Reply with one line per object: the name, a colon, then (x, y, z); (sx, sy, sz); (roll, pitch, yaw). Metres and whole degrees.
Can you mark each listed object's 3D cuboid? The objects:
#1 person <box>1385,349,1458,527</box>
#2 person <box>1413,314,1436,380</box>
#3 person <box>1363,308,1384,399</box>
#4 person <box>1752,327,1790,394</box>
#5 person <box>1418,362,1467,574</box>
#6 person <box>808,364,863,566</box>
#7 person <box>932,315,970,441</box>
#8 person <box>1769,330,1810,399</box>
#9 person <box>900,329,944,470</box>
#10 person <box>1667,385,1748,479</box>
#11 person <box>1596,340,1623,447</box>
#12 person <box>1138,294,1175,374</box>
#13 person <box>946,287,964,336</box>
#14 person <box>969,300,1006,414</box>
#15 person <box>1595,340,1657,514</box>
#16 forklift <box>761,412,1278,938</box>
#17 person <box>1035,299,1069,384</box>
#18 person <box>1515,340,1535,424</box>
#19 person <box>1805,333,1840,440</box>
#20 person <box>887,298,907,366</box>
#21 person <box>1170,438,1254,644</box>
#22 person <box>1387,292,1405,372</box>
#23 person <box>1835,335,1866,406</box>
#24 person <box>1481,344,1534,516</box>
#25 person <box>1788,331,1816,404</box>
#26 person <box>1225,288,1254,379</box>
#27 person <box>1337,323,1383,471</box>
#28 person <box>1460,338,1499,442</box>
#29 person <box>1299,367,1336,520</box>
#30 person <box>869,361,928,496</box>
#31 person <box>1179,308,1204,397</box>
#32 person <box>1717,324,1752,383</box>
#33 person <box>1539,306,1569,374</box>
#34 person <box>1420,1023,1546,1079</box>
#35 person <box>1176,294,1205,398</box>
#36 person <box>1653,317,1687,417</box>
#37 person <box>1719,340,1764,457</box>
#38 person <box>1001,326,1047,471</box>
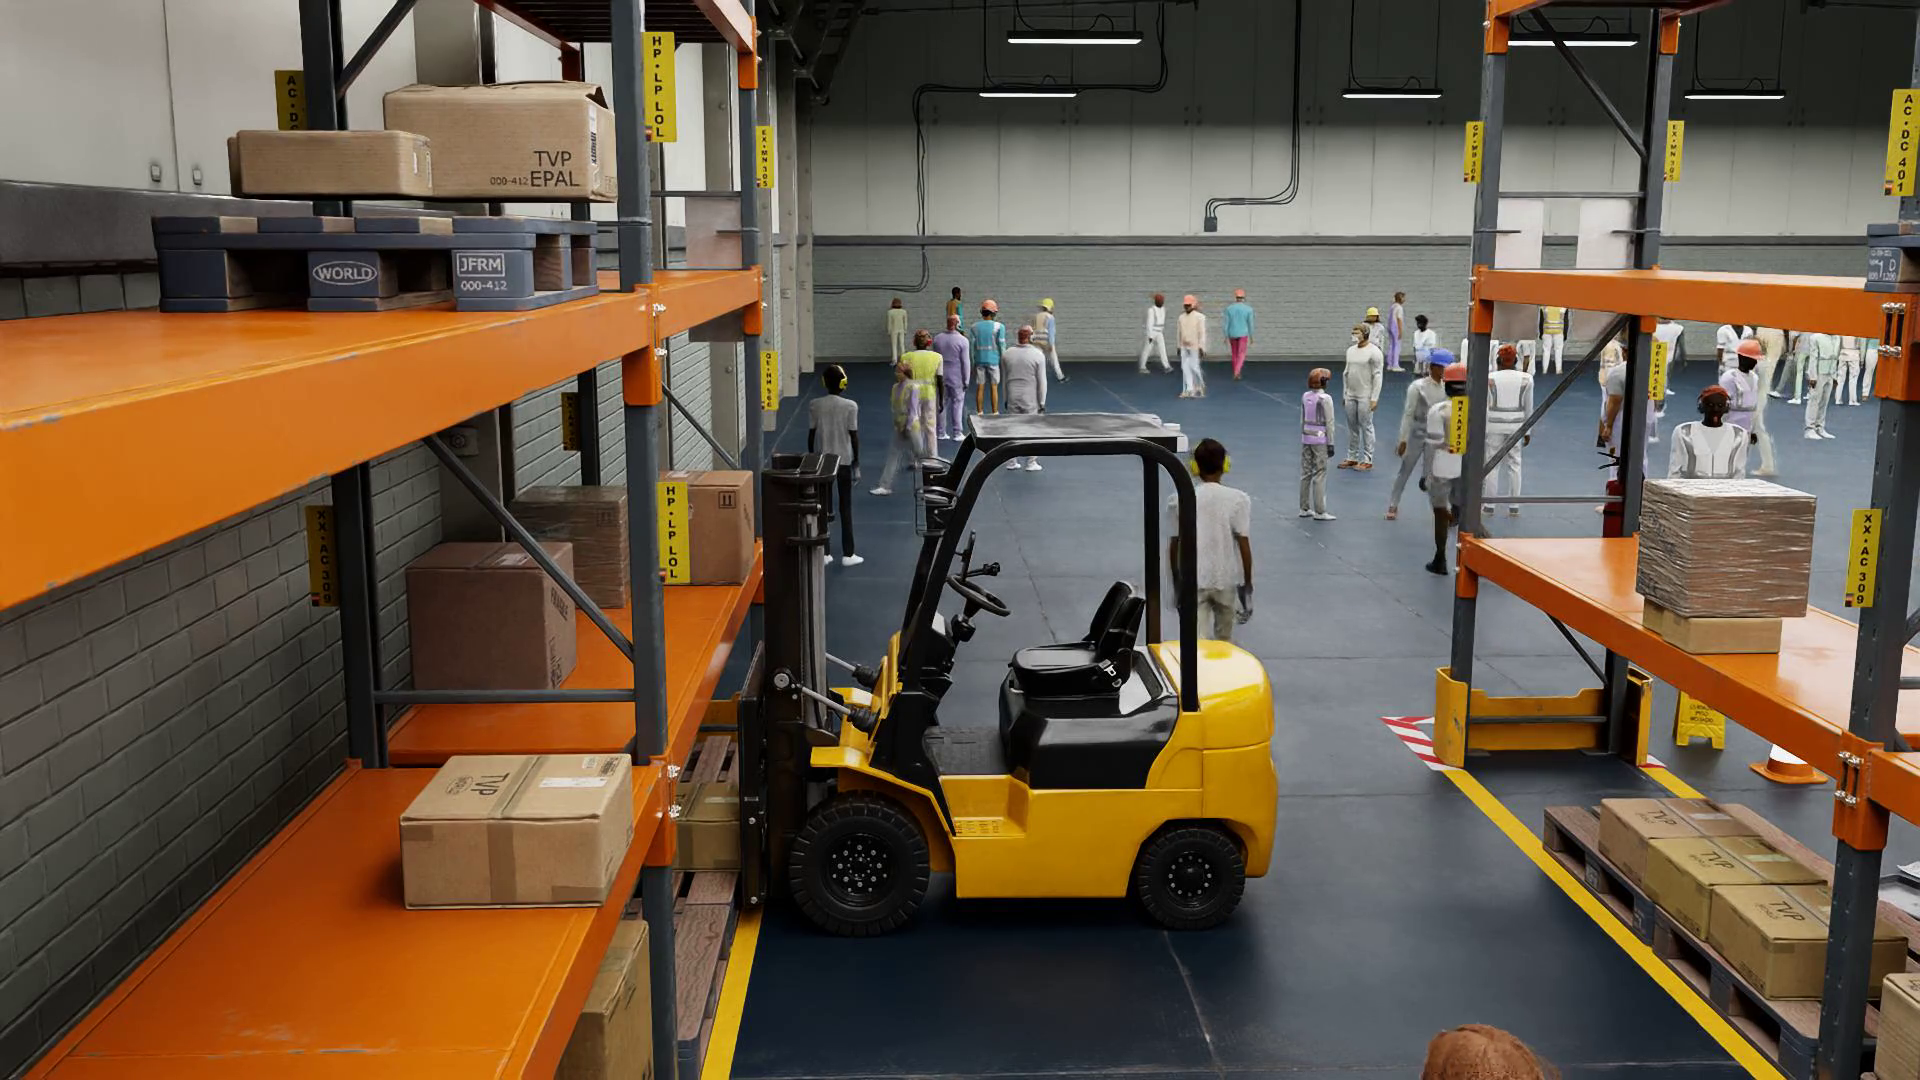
person: (4.931, -1.081, 17.570); (0.685, 1.866, 1.068); (-4, 11, -20)
person: (8.579, -3.309, 30.511); (0.552, 1.671, 0.584); (-6, 12, -29)
person: (7.804, -3.540, 31.606); (0.493, 1.744, 0.296); (0, 10, 1)
person: (16.136, -3.936, 32.987); (0.973, 2.000, 0.694); (-9, 14, -41)
person: (4.406, -0.628, 14.887); (0.558, 1.925, 0.445); (-3, 10, -14)
person: (-1.161, -0.691, 15.384); (0.513, 1.872, 0.331); (3, 11, 17)
person: (-0.105, -2.431, 25.014); (0.644, 1.900, 0.399); (6, 12, 32)
person: (15.916, -3.594, 31.574); (1.022, 1.868, 0.592); (-4, 11, -22)
person: (-0.496, -1.824, 21.772); (0.570, 1.841, 0.380); (-1, 10, -3)
person: (5.821, -0.268, 12.996); (0.574, 1.883, 0.355); (2, 10, 10)
person: (9.501, -2.296, 24.193); (0.388, 1.924, 0.549); (5, 11, 26)
person: (4.430, -4.650, 37.576); (0.581, 1.815, 1.057); (-9, 13, -40)
person: (-0.112, -5.021, 39.375); (0.392, 1.919, 0.593); (-7, 12, -34)
person: (0.465, -2.908, 27.259); (0.613, 2.039, 0.393); (4, 11, 20)
person: (7.292, -1.289, 18.244); (0.683, 2.000, 0.538); (-4, 11, -23)
forklift: (0.291, 0.548, 7.580); (2.313, 2.155, 1.214); (0, 10, -2)
person: (1.864, -4.144, 34.845); (0.912, 1.782, 0.623); (-7, 12, -35)
person: (8.739, -2.548, 25.809); (0.351, 1.842, 0.507); (4, 11, 22)
person: (13.118, -2.494, 25.288); (0.593, 1.922, 0.391); (-6, 12, -29)
person: (-1.506, -5.007, 40.118); (0.525, 1.633, 0.377); (-5, 11, -26)
person: (1.523, 0.297, 10.058); (0.519, 1.804, 0.949); (2, 10, 11)
person: (10.089, -4.807, 38.419); (0.340, 1.838, 0.508); (-2, 10, -11)
person: (16.266, -3.270, 30.396); (0.308, 1.641, 0.517); (-7, 13, -36)
person: (5.936, -1.190, 18.134); (0.576, 1.882, 0.355); (1, 10, 8)
person: (15.630, -3.437, 30.748); (0.530, 1.856, 0.369); (1, 10, 3)
person: (6.045, -4.462, 36.104); (0.629, 1.979, 0.750); (4, 11, 19)
person: (5.239, -1.871, 21.763); (0.357, 1.938, 0.638); (-6, 12, -29)
person: (7.757, -2.401, 24.904); (0.580, 1.878, 0.354); (-1, 10, -6)
person: (3.851, -1.035, 17.932); (0.307, 1.644, 0.514); (-5, 11, -26)
person: (-0.652, -1.313, 19.626); (0.871, 1.590, 0.521); (-8, 13, -39)
person: (4.399, -3.671, 32.015); (0.670, 1.858, 0.625); (-2, 10, -8)
person: (12.844, -2.928, 27.614); (0.610, 1.951, 0.379); (-1, 10, -5)
person: (13.502, -4.705, 37.827); (0.634, 1.841, 0.429); (5, 11, 25)
person: (0.923, 1.645, 3.054); (0.534, 1.617, 0.443); (-5, 11, -24)
person: (4.430, -3.712, 31.900); (0.636, 1.980, 0.517); (9, 14, 41)
person: (12.162, -3.069, 28.662); (0.612, 1.863, 1.019); (8, 13, 39)
person: (8.515, -1.219, 18.152); (0.542, 1.932, 0.373); (-6, 12, -29)
person: (0.851, -1.850, 21.785); (0.636, 1.900, 0.399); (5, 11, 26)
